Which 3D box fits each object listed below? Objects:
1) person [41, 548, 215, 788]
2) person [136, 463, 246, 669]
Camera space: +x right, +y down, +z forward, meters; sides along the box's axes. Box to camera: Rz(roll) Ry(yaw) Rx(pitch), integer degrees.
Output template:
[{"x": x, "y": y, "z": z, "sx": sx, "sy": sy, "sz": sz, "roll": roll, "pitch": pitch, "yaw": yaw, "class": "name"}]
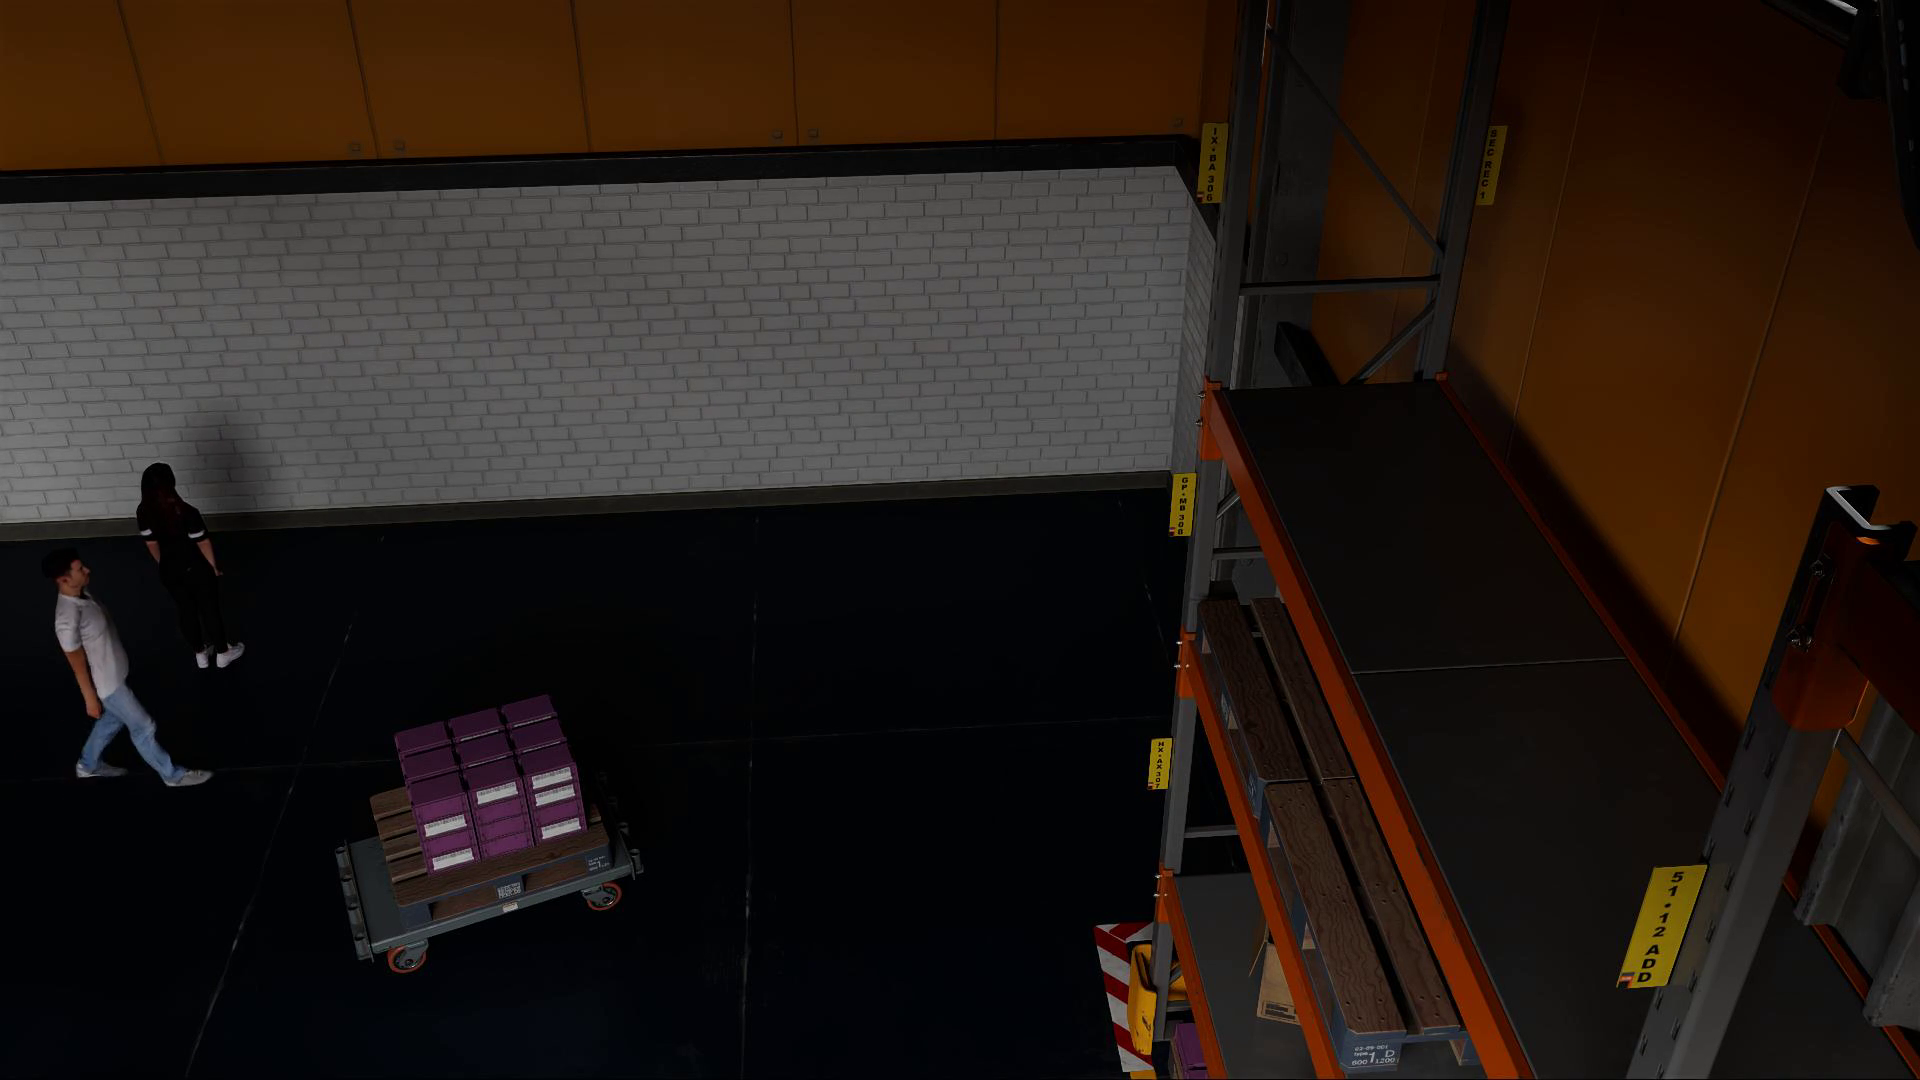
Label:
[{"x": -5.425, "y": 0.856, "z": 10.413, "sx": 0.872, "sy": 1.831, "sz": 1.071, "roll": -9, "pitch": 35, "yaw": -14, "class": "person"}, {"x": -5.397, "y": 0.186, "z": 11.596, "sx": 0.637, "sy": 1.639, "sz": 0.626, "roll": 2, "pitch": 34, "yaw": 3, "class": "person"}]
